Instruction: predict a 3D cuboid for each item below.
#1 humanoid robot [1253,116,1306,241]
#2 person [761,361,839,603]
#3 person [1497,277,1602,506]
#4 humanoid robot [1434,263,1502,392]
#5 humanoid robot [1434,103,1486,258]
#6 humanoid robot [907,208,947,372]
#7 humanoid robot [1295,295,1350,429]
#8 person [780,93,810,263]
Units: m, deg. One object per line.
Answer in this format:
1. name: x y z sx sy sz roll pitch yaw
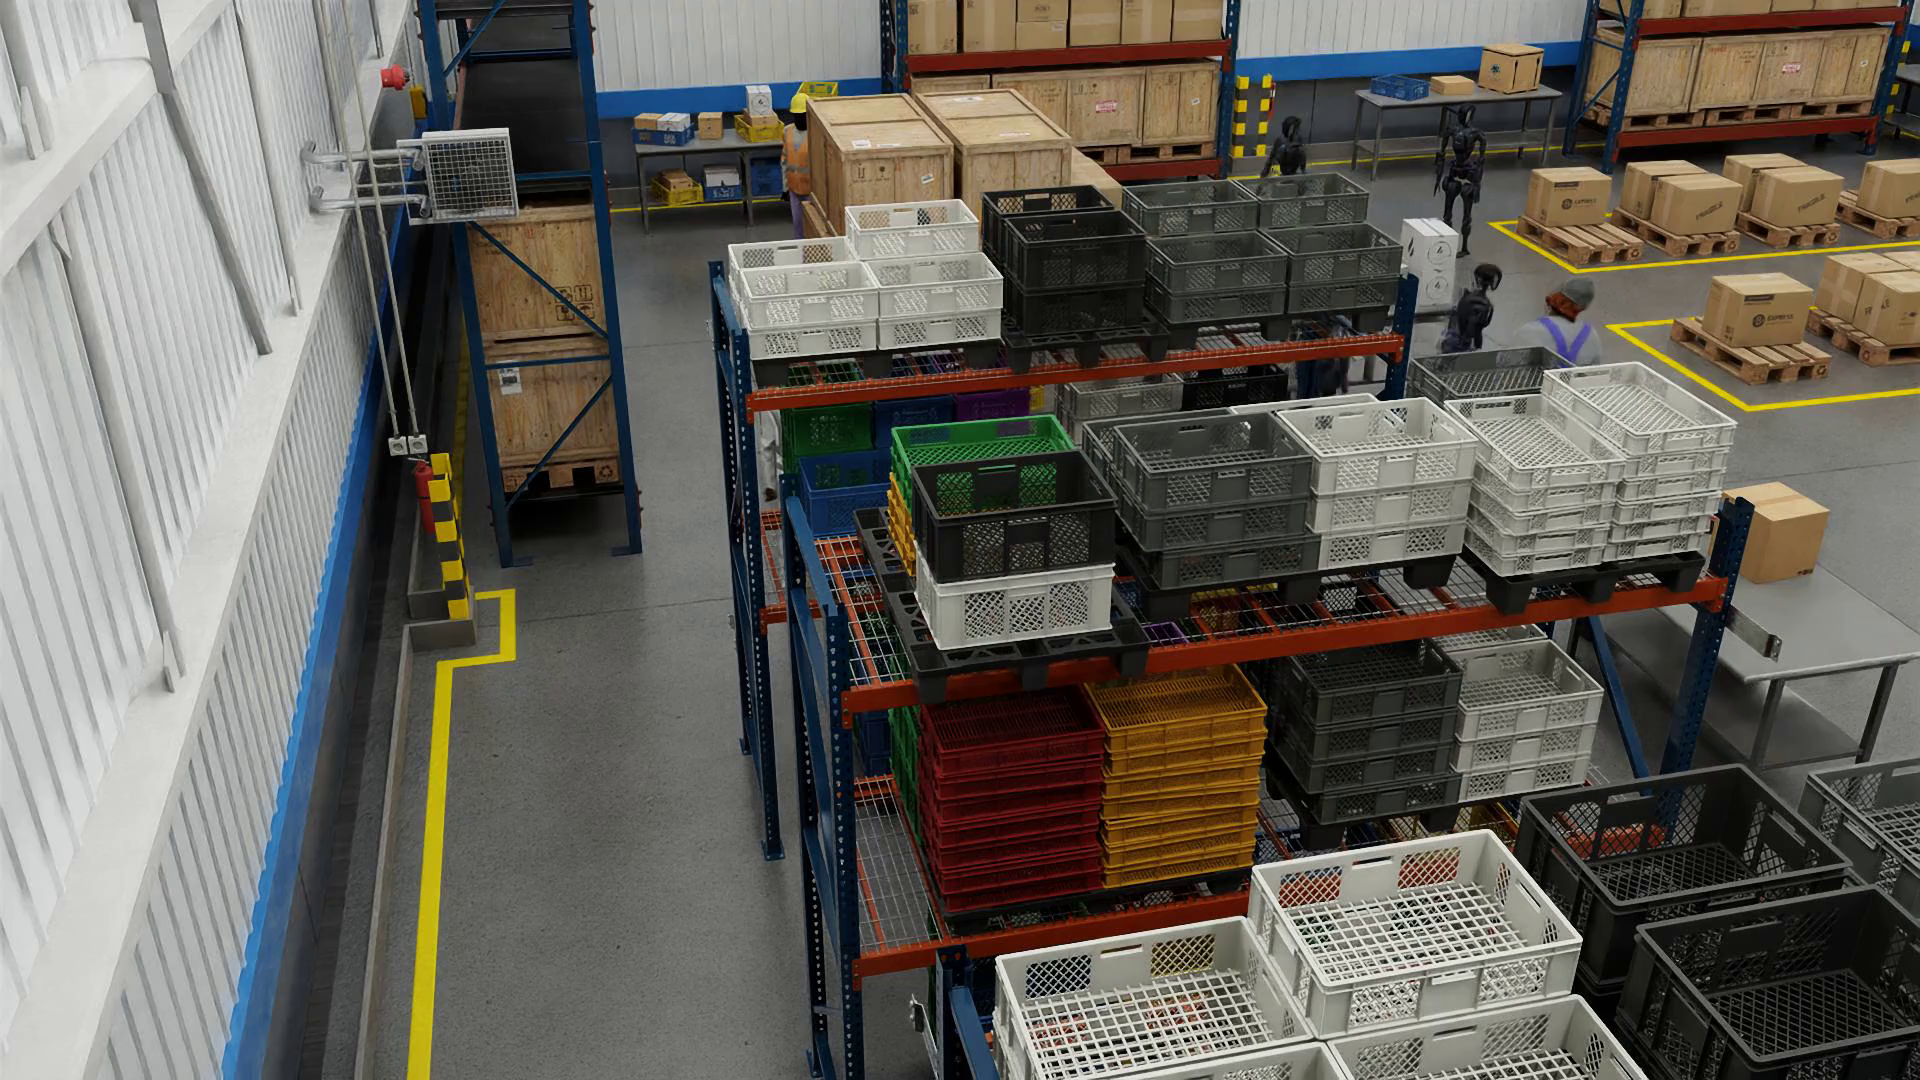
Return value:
1. humanoid robot: 3.345 -3.612 17.386 0.509 1.643 0.610 -9 29 -17
2. person: -1.025 -0.413 11.095 0.572 1.885 0.358 -3 28 -5
3. person: 4.178 -0.978 12.004 0.810 2.000 0.550 -7 29 -14
4. humanoid robot: 3.962 -1.457 13.359 0.768 1.615 0.576 6 28 11
5. humanoid robot: 5.374 -3.870 17.877 0.357 1.650 0.563 -25 37 -38
6. humanoid robot: -0.342 -2.059 14.429 0.587 1.656 0.326 -13 31 -24
7. humanoid robot: 2.845 -1.409 13.207 0.452 1.639 0.625 -14 31 -25
8. person: -1.600 -3.642 17.173 0.592 1.929 0.350 16 32 28
